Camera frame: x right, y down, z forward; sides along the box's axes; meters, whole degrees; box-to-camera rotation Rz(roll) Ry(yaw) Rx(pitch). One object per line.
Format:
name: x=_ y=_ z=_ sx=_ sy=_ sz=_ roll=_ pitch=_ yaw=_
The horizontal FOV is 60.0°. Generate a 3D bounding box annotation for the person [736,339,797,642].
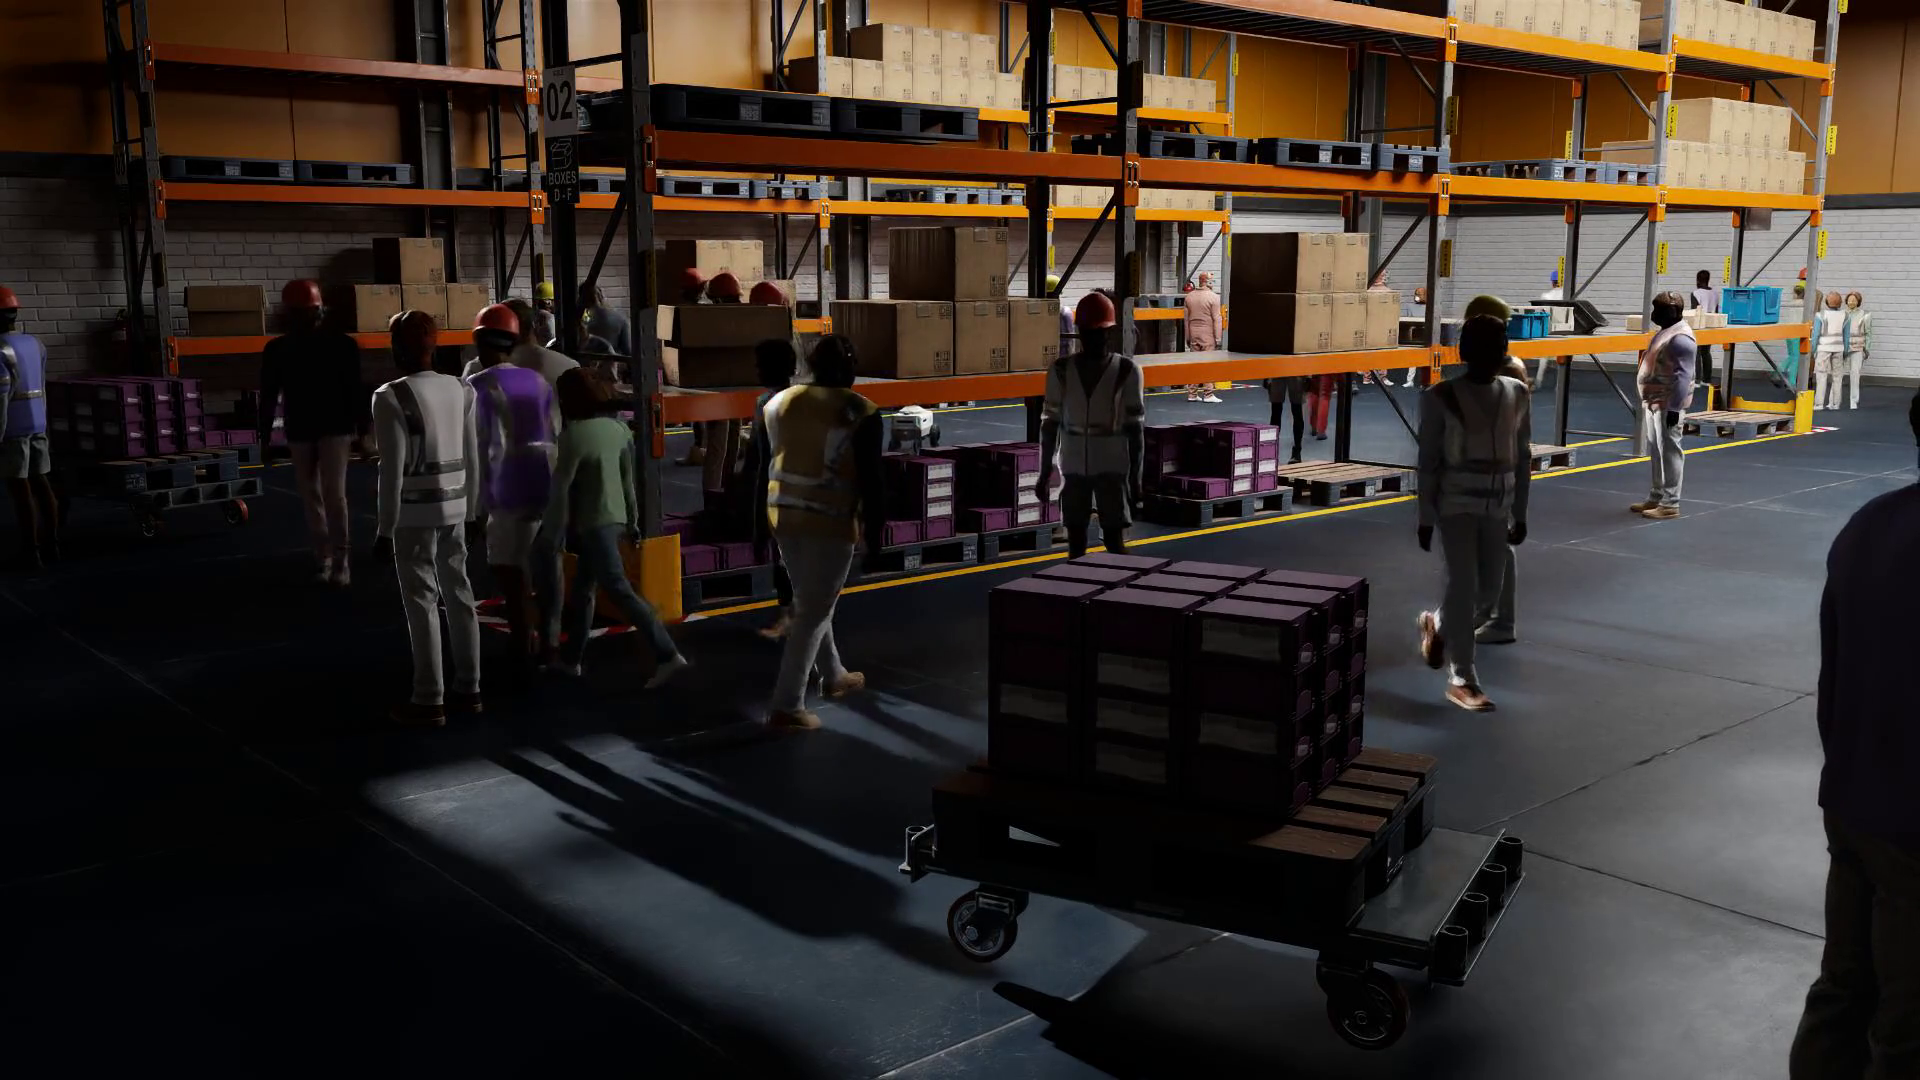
person: x=-1.020 y=-0.276 z=9.261 sx=0.709 sy=1.662 sz=0.545 roll=-8 pitch=12 yaw=-38

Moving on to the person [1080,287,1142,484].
person: x=1.266 y=-1.261 z=14.457 sx=0.985 sy=1.867 sz=0.636 roll=-9 pitch=13 yaw=-43

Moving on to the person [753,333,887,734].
person: x=-0.651 y=-0.046 z=7.610 sx=0.635 sy=1.782 sz=0.949 roll=6 pitch=11 yaw=30

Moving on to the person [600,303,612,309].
person: x=-3.766 y=-1.669 z=17.508 sx=0.280 sy=1.631 sz=0.498 roll=-5 pitch=11 yaw=-28

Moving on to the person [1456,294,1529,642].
person: x=2.919 y=-0.388 z=9.179 sx=0.401 sy=1.916 sz=0.632 roll=1 pitch=10 yaw=4

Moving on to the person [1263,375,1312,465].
person: x=3.317 y=-1.708 z=16.838 sx=0.547 sy=1.938 sz=0.377 roll=6 pitch=11 yaw=32

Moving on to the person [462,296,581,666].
person: x=-2.261 y=-0.318 z=8.787 sx=0.655 sy=1.904 sz=0.785 roll=-2 pitch=10 yaw=-12

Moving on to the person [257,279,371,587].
person: x=-4.144 y=-0.661 z=10.594 sx=0.666 sy=1.973 sz=0.649 roll=0 pitch=10 yaw=-3

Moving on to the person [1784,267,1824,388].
person: x=13.591 y=-3.411 z=26.805 sx=0.542 sy=1.939 sz=0.364 roll=-3 pitch=10 yaw=-17

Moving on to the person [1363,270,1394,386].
person: x=6.904 y=-3.493 z=27.390 sx=0.403 sy=1.904 sz=0.651 roll=-8 pitch=13 yaw=-41

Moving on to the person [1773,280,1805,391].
person: x=13.179 y=-3.209 z=26.222 sx=0.410 sy=1.744 sz=0.575 roll=0 pitch=10 yaw=-1

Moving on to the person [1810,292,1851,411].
person: x=11.948 y=-2.585 z=22.851 sx=0.522 sy=1.638 sz=0.310 roll=0 pitch=10 yaw=0

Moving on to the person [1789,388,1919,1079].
person: x=1.930 y=0.598 z=3.336 sx=0.376 sy=1.940 sz=0.627 roll=0 pitch=10 yaw=3

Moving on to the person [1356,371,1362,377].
person: x=7.032 y=-3.782 z=29.347 sx=0.552 sy=1.814 sz=0.979 roll=2 pitch=10 yaw=14

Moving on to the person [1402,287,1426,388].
person: x=7.445 y=-3.281 z=26.937 sx=0.498 sy=1.633 sz=0.282 roll=8 pitch=12 yaw=38

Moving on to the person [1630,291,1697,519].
person: x=5.725 y=-1.095 z=13.536 sx=0.429 sy=1.841 sz=0.634 roll=1 pitch=10 yaw=7

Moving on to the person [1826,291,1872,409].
person: x=12.373 y=-2.634 z=23.143 sx=0.523 sy=1.636 sz=0.310 roll=7 pitch=12 yaw=35

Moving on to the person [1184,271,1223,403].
person: x=3.562 y=-2.940 z=24.180 sx=0.395 sy=1.902 sz=0.674 roll=-9 pitch=13 yaw=-41

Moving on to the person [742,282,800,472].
person: x=-1.472 y=-1.006 z=12.761 sx=1.000 sy=1.925 sz=0.648 roll=-6 pitch=11 yaw=-29

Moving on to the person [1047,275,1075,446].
person: x=1.010 y=-1.878 z=17.884 sx=0.383 sy=1.922 sz=0.587 roll=-5 pitch=11 yaw=-27

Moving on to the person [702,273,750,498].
person: x=-1.802 y=-1.052 z=12.829 sx=0.378 sy=1.996 sz=0.611 roll=3 pitch=10 yaw=17

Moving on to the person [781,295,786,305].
person: x=-2.072 y=-1.920 z=18.786 sx=0.317 sy=1.695 sz=0.540 roll=-8 pitch=13 yaw=-41

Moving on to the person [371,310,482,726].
person: x=-2.422 y=-0.098 z=7.566 sx=0.340 sy=1.883 sz=0.586 roll=5 pitch=11 yaw=28

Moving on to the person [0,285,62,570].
person: x=-6.413 y=-0.757 z=11.281 sx=0.376 sy=1.934 sz=0.547 roll=1 pitch=10 yaw=5

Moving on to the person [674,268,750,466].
person: x=-2.490 y=-1.720 z=16.707 sx=0.748 sy=2.014 sz=0.635 roll=0 pitch=10 yaw=0

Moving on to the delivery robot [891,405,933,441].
delivery robot: x=-0.524 y=-1.290 z=18.144 sx=0.477 sy=0.478 sz=0.707 roll=2 pitch=9 yaw=10

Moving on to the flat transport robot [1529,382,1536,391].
flat transport robot: x=8.396 y=-2.389 z=25.698 sx=0.652 sy=0.197 sz=1.431 roll=6 pitch=11 yaw=32

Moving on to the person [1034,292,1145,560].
person: x=0.711 y=-0.384 z=9.111 sx=0.565 sy=1.932 sz=0.411 roll=3 pitch=10 yaw=18

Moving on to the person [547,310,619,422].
person: x=-2.926 y=-0.962 z=12.842 sx=0.618 sy=1.809 sz=0.420 roll=2 pitch=10 yaw=10

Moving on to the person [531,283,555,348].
person: x=-4.504 y=-1.888 z=18.200 sx=0.404 sy=1.830 sz=0.599 roll=-8 pitch=13 yaw=-41

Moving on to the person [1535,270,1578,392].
person: x=9.408 y=-3.301 z=26.260 sx=0.611 sy=1.899 sz=0.921 roll=1 pitch=10 yaw=8

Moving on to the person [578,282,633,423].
person: x=-3.423 y=-1.502 z=15.808 sx=0.694 sy=1.875 sz=0.980 roll=-4 pitch=10 yaw=-22

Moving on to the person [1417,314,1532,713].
person: x=2.428 y=-0.156 z=8.006 sx=0.578 sy=1.865 sz=0.757 roll=-3 pitch=10 yaw=-16

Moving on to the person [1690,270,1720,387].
person: x=12.086 y=-3.440 z=27.079 sx=0.598 sy=1.915 sz=0.414 roll=-5 pitch=11 yaw=-28

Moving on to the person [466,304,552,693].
person: x=-2.252 y=-0.211 z=8.249 sx=0.614 sy=1.894 sz=0.552 roll=4 pitch=11 yaw=24

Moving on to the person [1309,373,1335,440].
person: x=4.257 y=-2.051 z=19.418 sx=0.542 sy=1.740 sz=0.719 roll=5 pitch=11 yaw=26

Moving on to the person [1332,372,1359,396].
person: x=5.852 y=-3.153 z=25.352 sx=0.630 sy=1.920 sz=0.968 roll=1 pitch=10 yaw=3

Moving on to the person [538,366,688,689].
person: x=-1.735 y=-0.060 z=8.227 sx=0.848 sy=1.594 sz=0.512 roll=3 pitch=10 yaw=17
